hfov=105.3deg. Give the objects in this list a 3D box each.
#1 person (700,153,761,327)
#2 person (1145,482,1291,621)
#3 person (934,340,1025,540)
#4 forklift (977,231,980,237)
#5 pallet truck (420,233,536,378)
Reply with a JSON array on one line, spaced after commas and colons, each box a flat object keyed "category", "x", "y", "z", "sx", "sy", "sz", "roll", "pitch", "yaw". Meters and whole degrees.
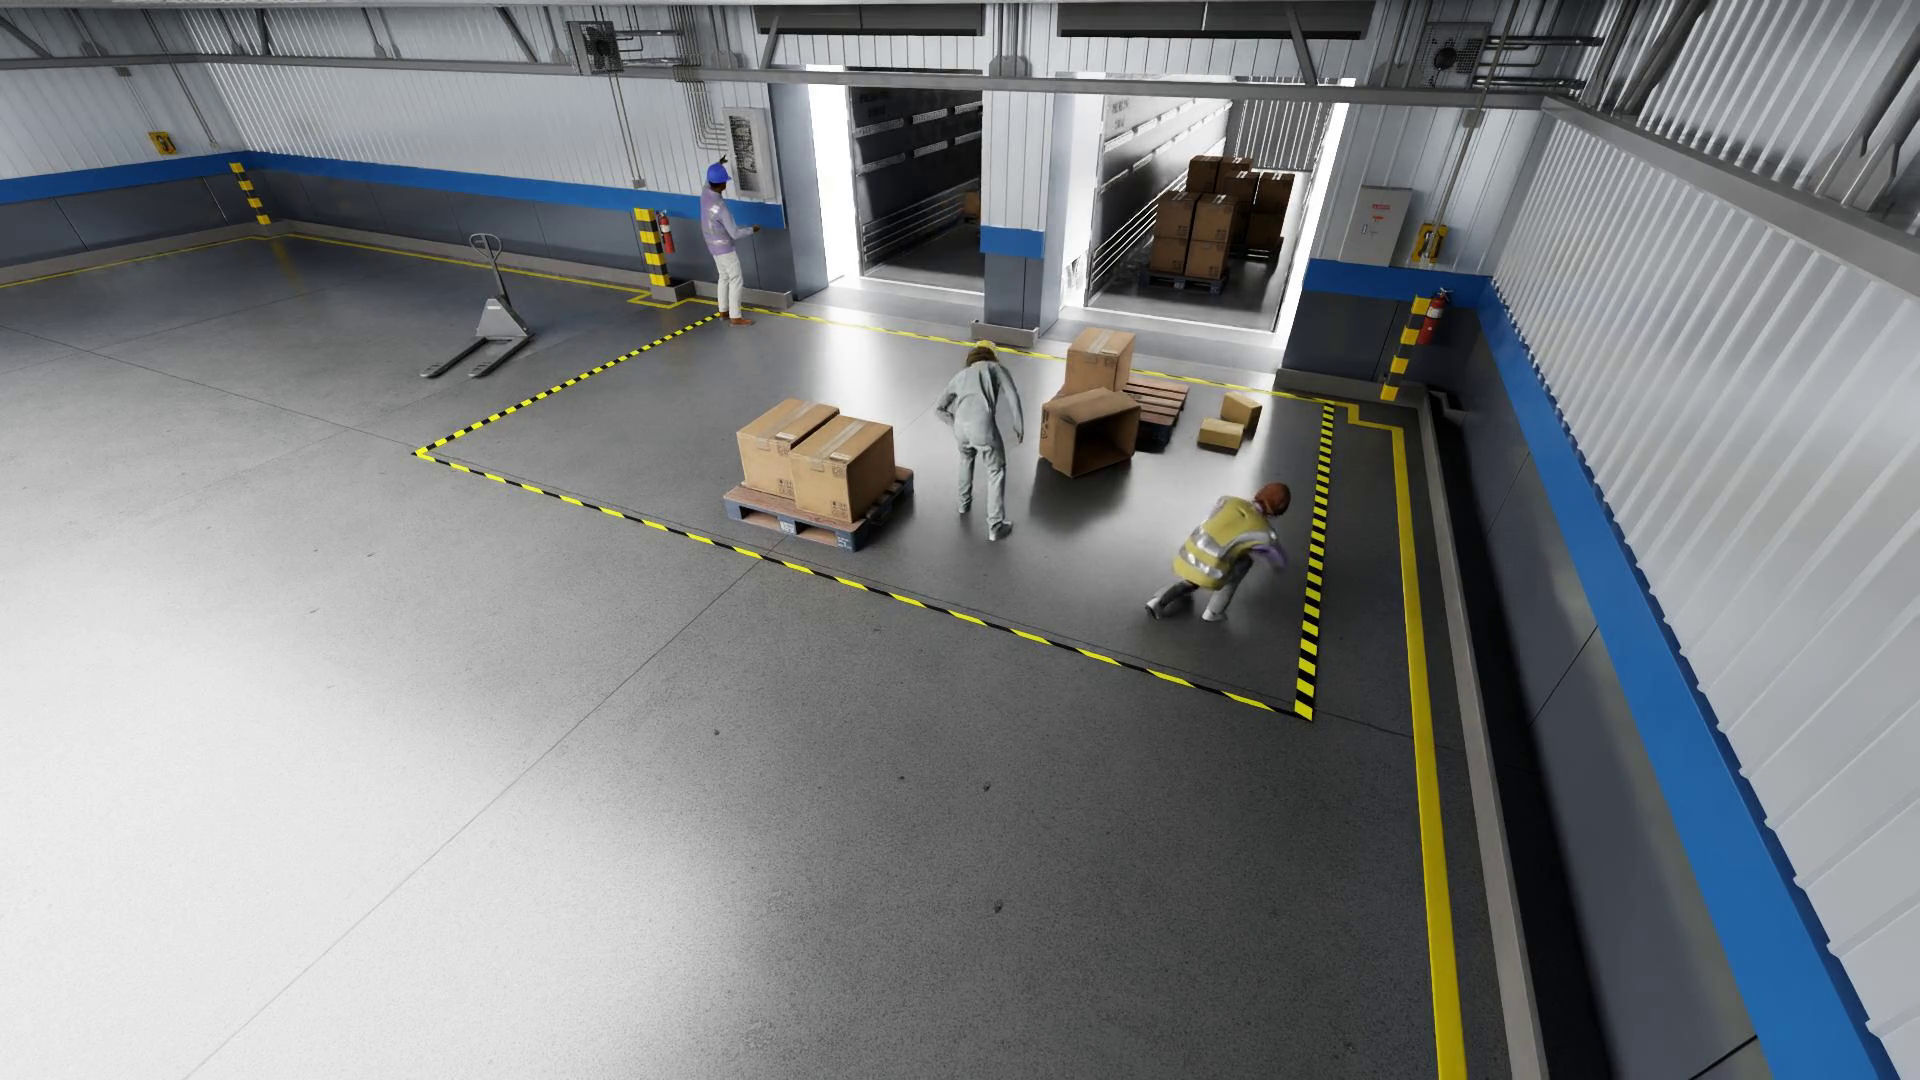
[{"category": "person", "x": -2.954, "y": -3.797, "z": 9.378, "sx": 0.693, "sy": 1.906, "sz": 1.050, "roll": -23, "pitch": 41, "yaw": -29}, {"category": "person", "x": 1.691, "y": 0.095, "z": 4.780, "sx": 0.957, "sy": 0.970, "sz": 0.629, "roll": -21, "pitch": 41, "yaw": -27}, {"category": "person", "x": 0.195, "y": -0.801, "z": 5.710, "sx": 0.741, "sy": 1.294, "sz": 0.840, "roll": 18, "pitch": 39, "yaw": 23}, {"category": "forklift", "x": 1.019, "y": -6.685, "z": 13.313, "sx": 0.716, "sy": 2.013, "sz": 0.776, "roll": 15, "pitch": 38, "yaw": 20}, {"category": "pallet truck", "x": -5.664, "y": -2.712, "z": 8.427, "sx": 0.680, "sy": 1.201, "sz": 1.601, "roll": 0, "pitch": 35, "yaw": -1}]
